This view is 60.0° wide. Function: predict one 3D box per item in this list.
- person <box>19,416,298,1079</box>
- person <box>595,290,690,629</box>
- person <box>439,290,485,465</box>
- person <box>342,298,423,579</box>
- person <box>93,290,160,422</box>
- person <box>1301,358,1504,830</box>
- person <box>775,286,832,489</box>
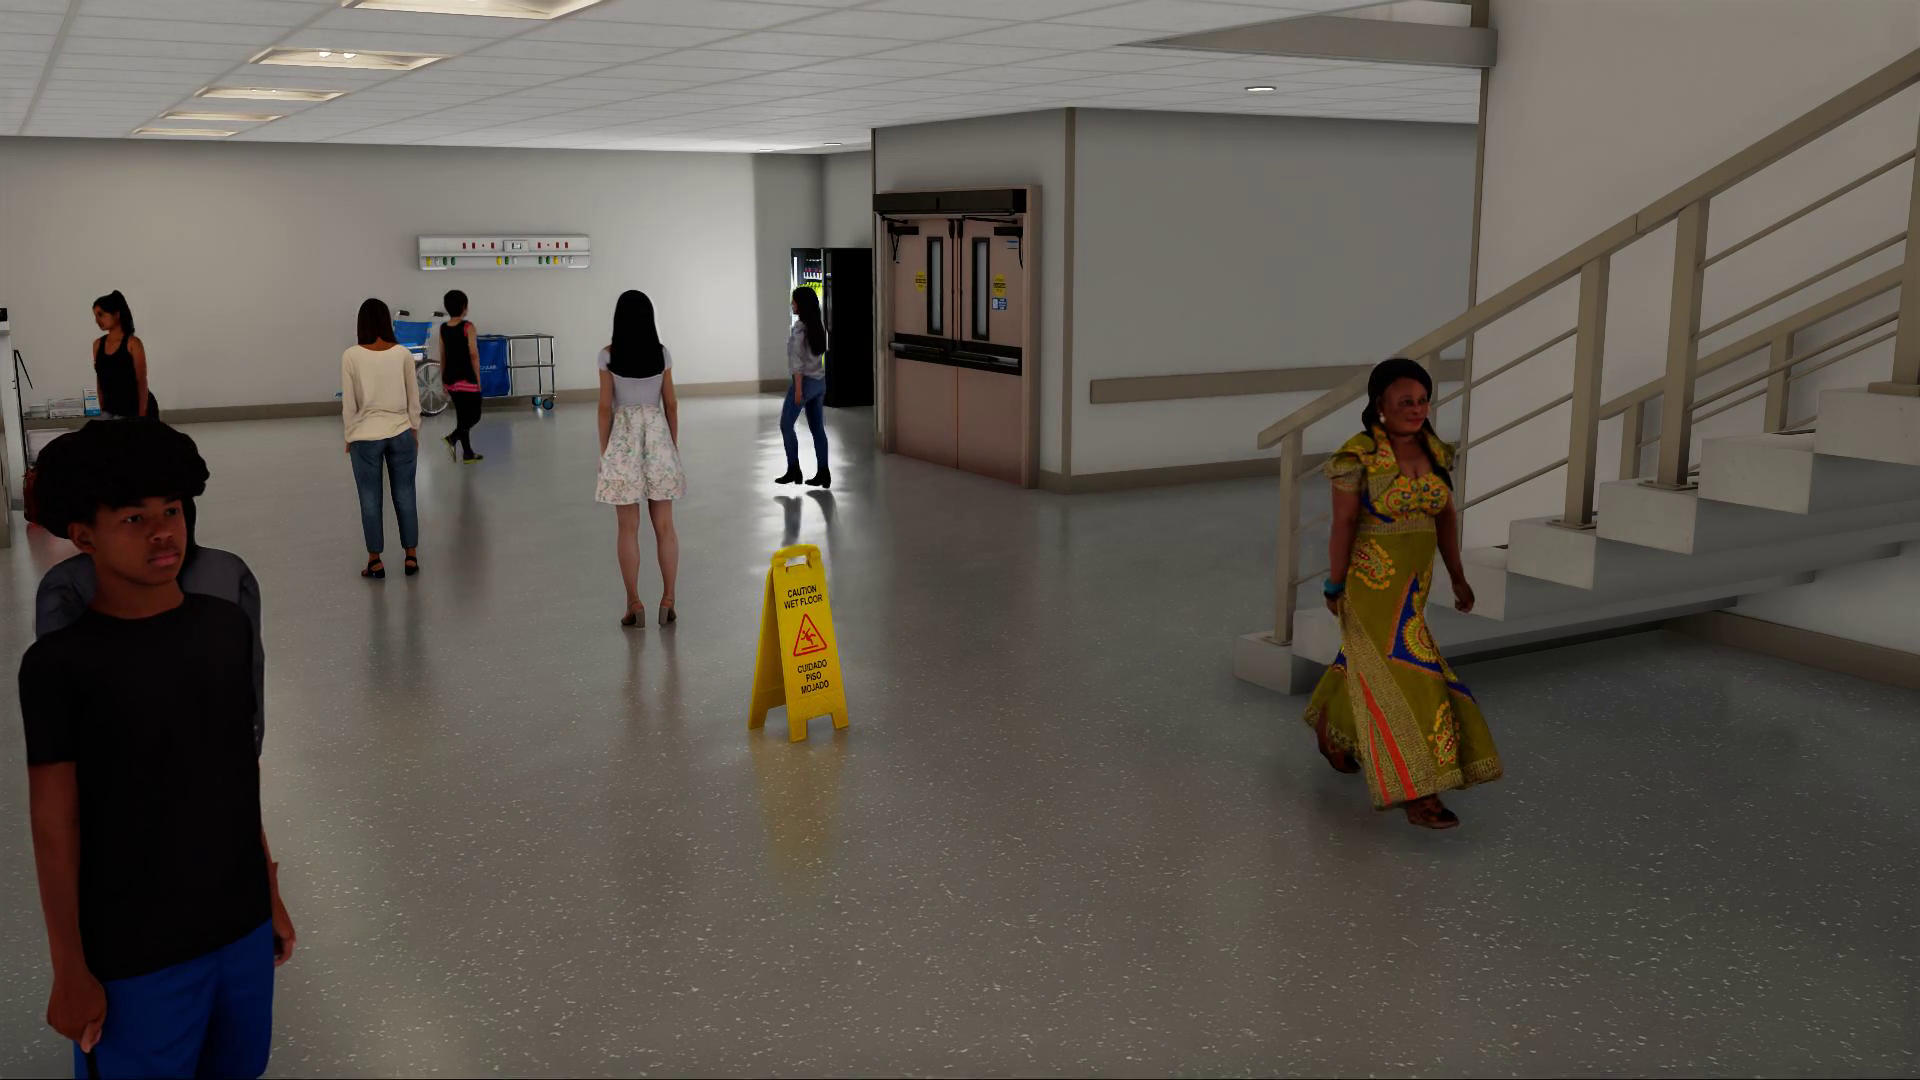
[{"bbox_3d":[-1.419,0.666,2.968,0.729,1.797,0.711,6,12,28],"label":"person"},{"bbox_3d":[-1.694,-0.428,8.795,0.691,1.774,0.688,-4,11,-21],"label":"person"},{"bbox_3d":[-4.389,-1.392,14.521,0.885,1.534,0.897,4,12,22],"label":"person"},{"bbox_3d":[-3.483,-0.616,10.031,0.612,1.683,0.530,-6,12,-28],"label":"person"},{"bbox_3d":[-5.716,-0.889,11.540,0.757,1.657,0.805,1,11,3],"label":"person"},{"bbox_3d":[1.507,0.175,6.068,0.738,1.607,1.319,-6,12,-29],"label":"person"},{"bbox_3d":[-1.146,-1.209,13.337,0.851,1.617,0.798,4,11,20],"label":"person"}]
